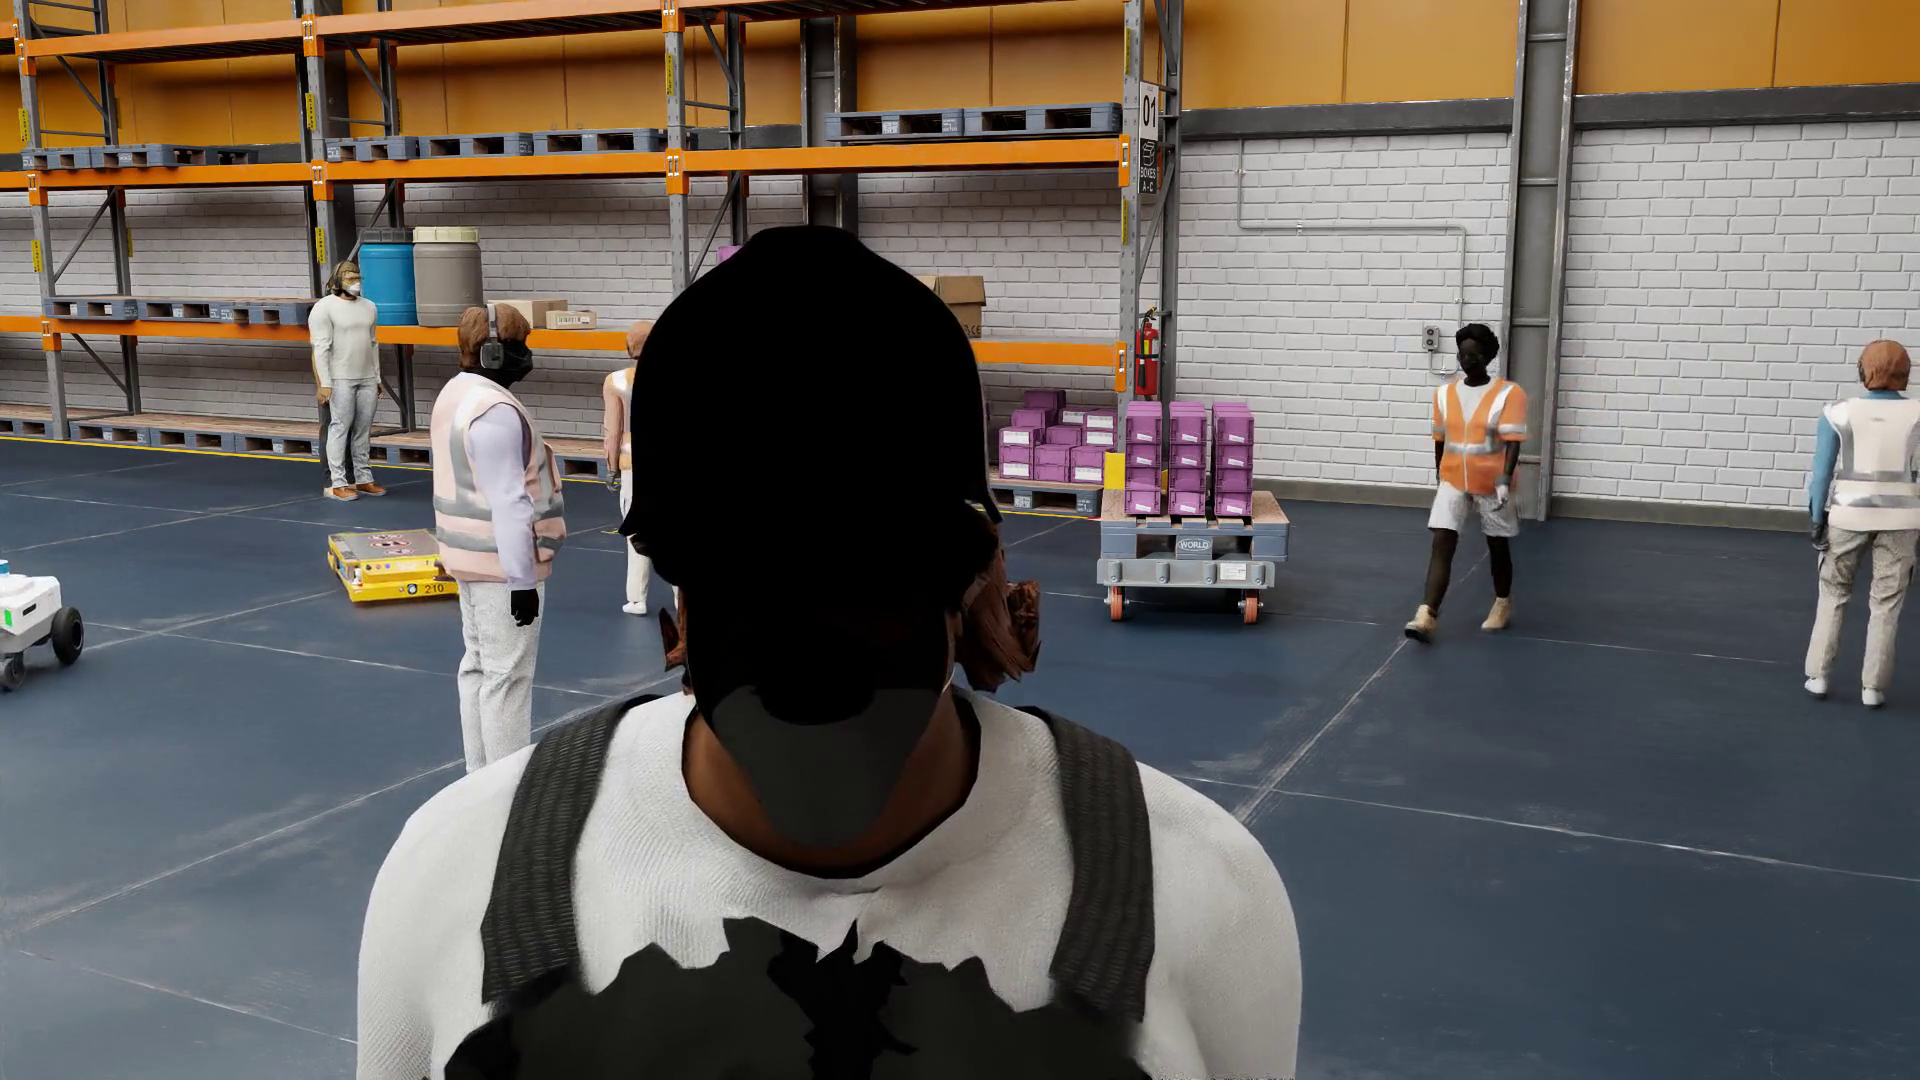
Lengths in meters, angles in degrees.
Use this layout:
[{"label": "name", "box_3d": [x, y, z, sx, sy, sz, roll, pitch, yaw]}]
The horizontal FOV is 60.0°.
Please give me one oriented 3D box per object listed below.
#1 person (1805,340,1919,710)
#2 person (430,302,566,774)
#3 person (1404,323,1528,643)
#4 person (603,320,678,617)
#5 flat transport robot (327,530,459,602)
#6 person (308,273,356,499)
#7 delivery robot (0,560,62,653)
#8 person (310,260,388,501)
[{"label": "person", "box_3d": [4.036, -0.062, 7.343, 0.531, 1.633, 0.399, 5, 11, 28]}, {"label": "person", "box_3d": [-1.594, 0.099, 5.811, 0.429, 1.842, 0.634, -6, 11, -30]}, {"label": "person", "box_3d": [2.642, -0.290, 8.587, 0.542, 1.639, 0.909, 8, 13, 39]}, {"label": "person", "box_3d": [-1.707, -0.390, 9.194, 0.514, 1.639, 0.310, -4, 11, -23]}, {"label": "flat transport robot", "box_3d": [-3.444, 0.128, 10.140, 0.652, 0.197, 1.431, -5, 11, -25]}, {"label": "person", "box_3d": [-5.066, -1.265, 13.631, 0.346, 1.841, 0.506, 6, 11, 30]}, {"label": "delivery robot", "box_3d": [-4.530, 0.339, 7.854, 0.477, 0.478, 0.707, -2, 10, -11]}, {"label": "person", "box_3d": [-4.948, -1.295, 13.520, 0.356, 1.936, 0.638, 5, 11, 27]}]
